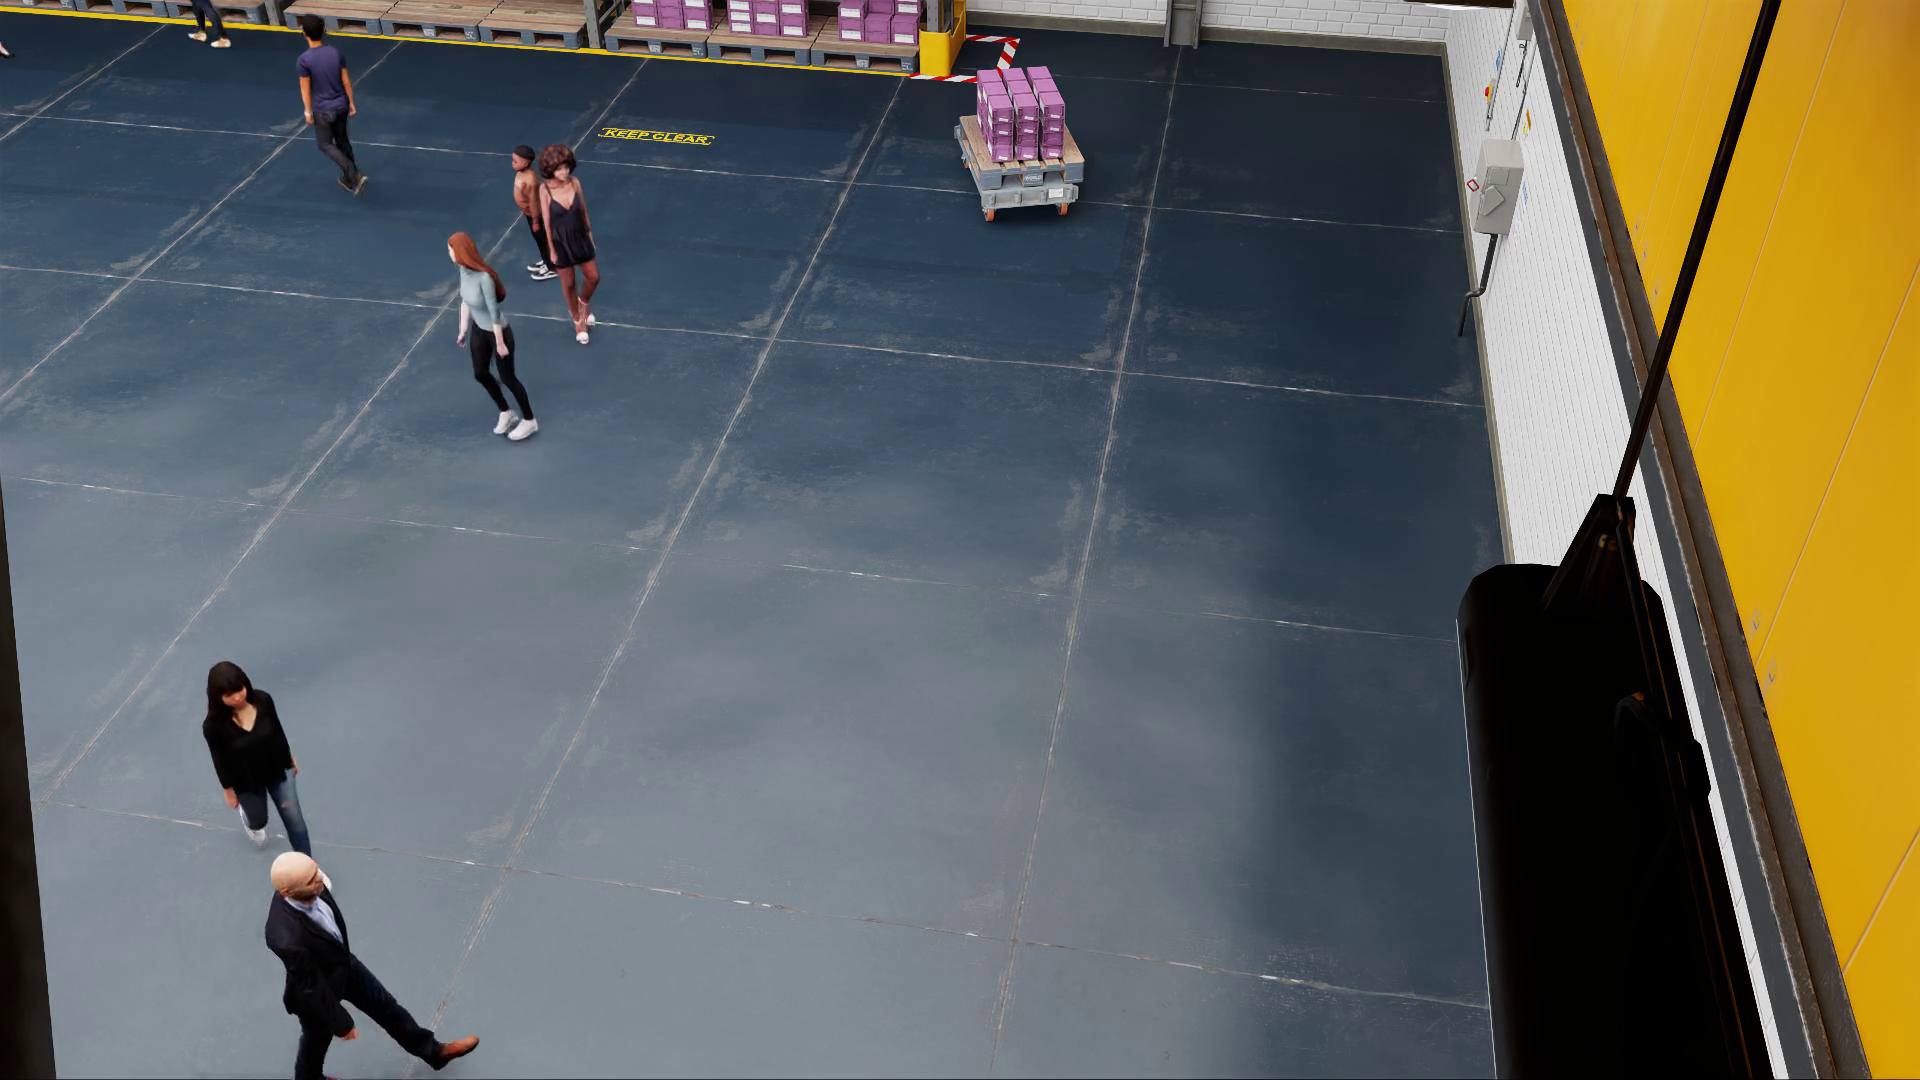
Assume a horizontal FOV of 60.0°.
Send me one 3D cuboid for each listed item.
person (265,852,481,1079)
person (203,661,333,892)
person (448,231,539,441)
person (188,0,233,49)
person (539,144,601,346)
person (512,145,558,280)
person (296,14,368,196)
[{"bbox_3d":[-3.160,2.151,8.058,1.203,1.759,0.852,-1,39,-1],"label":"person"},{"bbox_3d":[-3.938,1.265,9.272,1.062,1.628,0.917,32,48,33],"label":"person"},{"bbox_3d":[-3.573,-1.583,12.774,0.711,1.707,0.793,24,45,27],"label":"person"},{"bbox_3d":[-8.572,-6.406,18.768,0.828,1.764,0.635,8,39,10],"label":"person"},{"bbox_3d":[-3.258,-2.454,13.806,0.707,1.782,0.767,-25,45,-28],"label":"person"},{"bbox_3d":[-3.787,-2.936,14.833,0.624,1.252,0.585,-18,42,-21],"label":"person"},{"bbox_3d":[-5.967,-4.091,15.859,1.015,1.778,0.896,28,46,30],"label":"person"}]
